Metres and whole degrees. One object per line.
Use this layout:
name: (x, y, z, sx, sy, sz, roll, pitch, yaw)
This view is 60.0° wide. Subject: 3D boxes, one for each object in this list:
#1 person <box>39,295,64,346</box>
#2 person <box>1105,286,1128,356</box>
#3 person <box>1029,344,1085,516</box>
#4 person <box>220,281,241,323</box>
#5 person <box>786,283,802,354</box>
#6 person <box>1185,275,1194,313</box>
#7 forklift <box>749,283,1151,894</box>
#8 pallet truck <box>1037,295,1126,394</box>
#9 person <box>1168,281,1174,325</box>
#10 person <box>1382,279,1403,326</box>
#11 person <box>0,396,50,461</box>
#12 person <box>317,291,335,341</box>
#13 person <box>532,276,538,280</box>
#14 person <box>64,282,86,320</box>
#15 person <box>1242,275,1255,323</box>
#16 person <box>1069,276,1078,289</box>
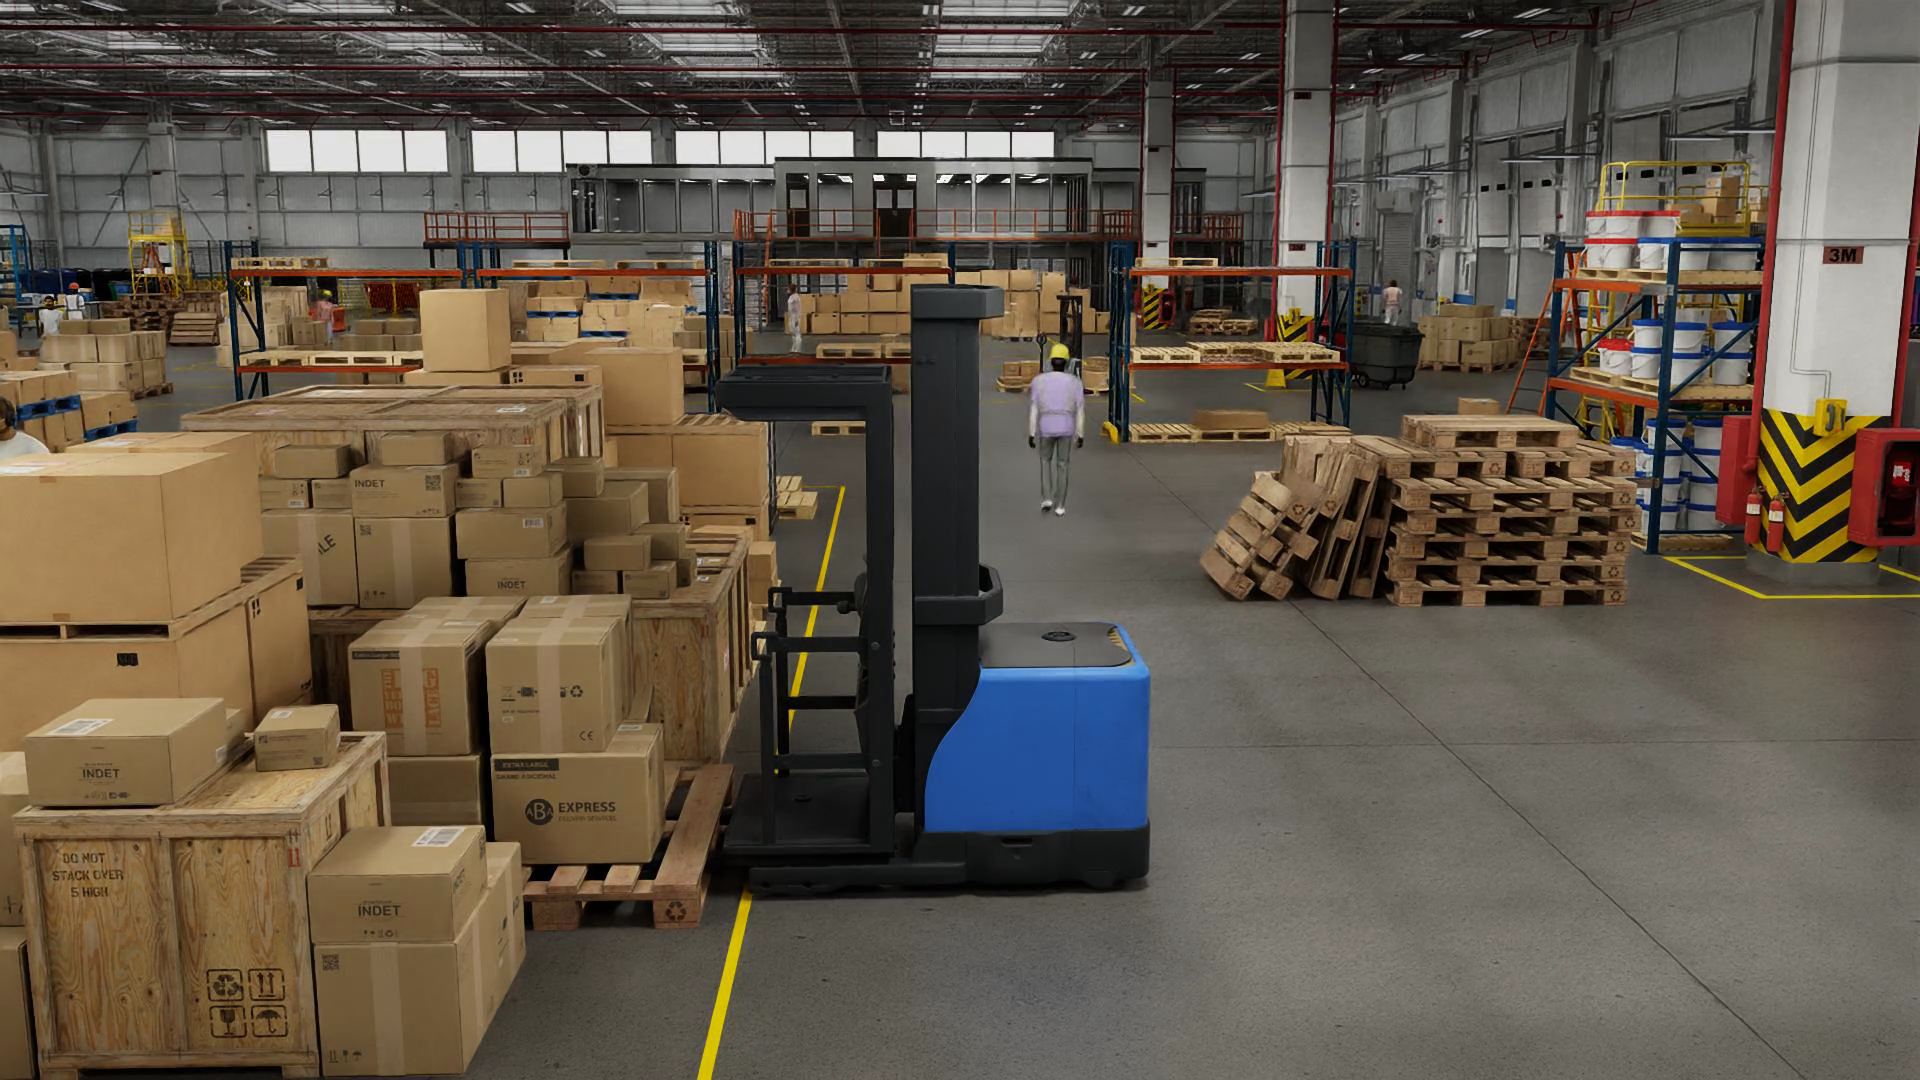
person: (-19.794, -4.395, 36.282, 0.513, 1.872, 0.328, -4, 11, -20)
person: (3.994, -5.589, 42.858, 0.552, 1.893, 0.936, -10, 14, -43)
person: (1.087, -1.239, 18.596, 0.629, 1.899, 0.704, 1, 10, 3)
person: (-20.855, -6.464, 47.615, 0.543, 1.939, 0.361, -3, 11, -16)
person: (-4.414, -5.866, 44.304, 0.372, 1.933, 0.627, -4, 11, -21)
person: (9.774, -10.643, 70.799, 0.430, 1.985, 0.626, 6, 12, 32)
forklift: (-0.056, 0.174, 8.009, 1.873, 2.768, 1.129, 0, 10, -2)
pallet truck: (2.483, -3.881, 33.060, 1.885, 1.965, 0.823, -7, 13, -36)
person: (7.441, -8.676, 60.601, 0.859, 1.705, 0.498, 7, 12, 32)
person: (13.914, -7.465, 53.512, 0.631, 1.826, 0.604, 4, 11, 21)
person: (-6.855, -0.079, 12.048, 0.629, 1.939, 0.371, 1, 10, 6)
person: (-17.066, -5.832, 44.715, 0.343, 1.724, 0.633, 4, 11, 21)
person: (-15.925, -9.065, 62.402, 0.546, 1.836, 0.582, -6, 12, -30)
person: (-23.853, -5.977, 44.901, 0.543, 1.939, 0.360, 0, 10, 2)
person: (10.394, -8.660, 59.874, 0.686, 1.934, 0.622, 9, 13, 41)
person: (3.794, -7.953, 56.065, 0.362, 1.883, 0.575, -6, 12, -31)
